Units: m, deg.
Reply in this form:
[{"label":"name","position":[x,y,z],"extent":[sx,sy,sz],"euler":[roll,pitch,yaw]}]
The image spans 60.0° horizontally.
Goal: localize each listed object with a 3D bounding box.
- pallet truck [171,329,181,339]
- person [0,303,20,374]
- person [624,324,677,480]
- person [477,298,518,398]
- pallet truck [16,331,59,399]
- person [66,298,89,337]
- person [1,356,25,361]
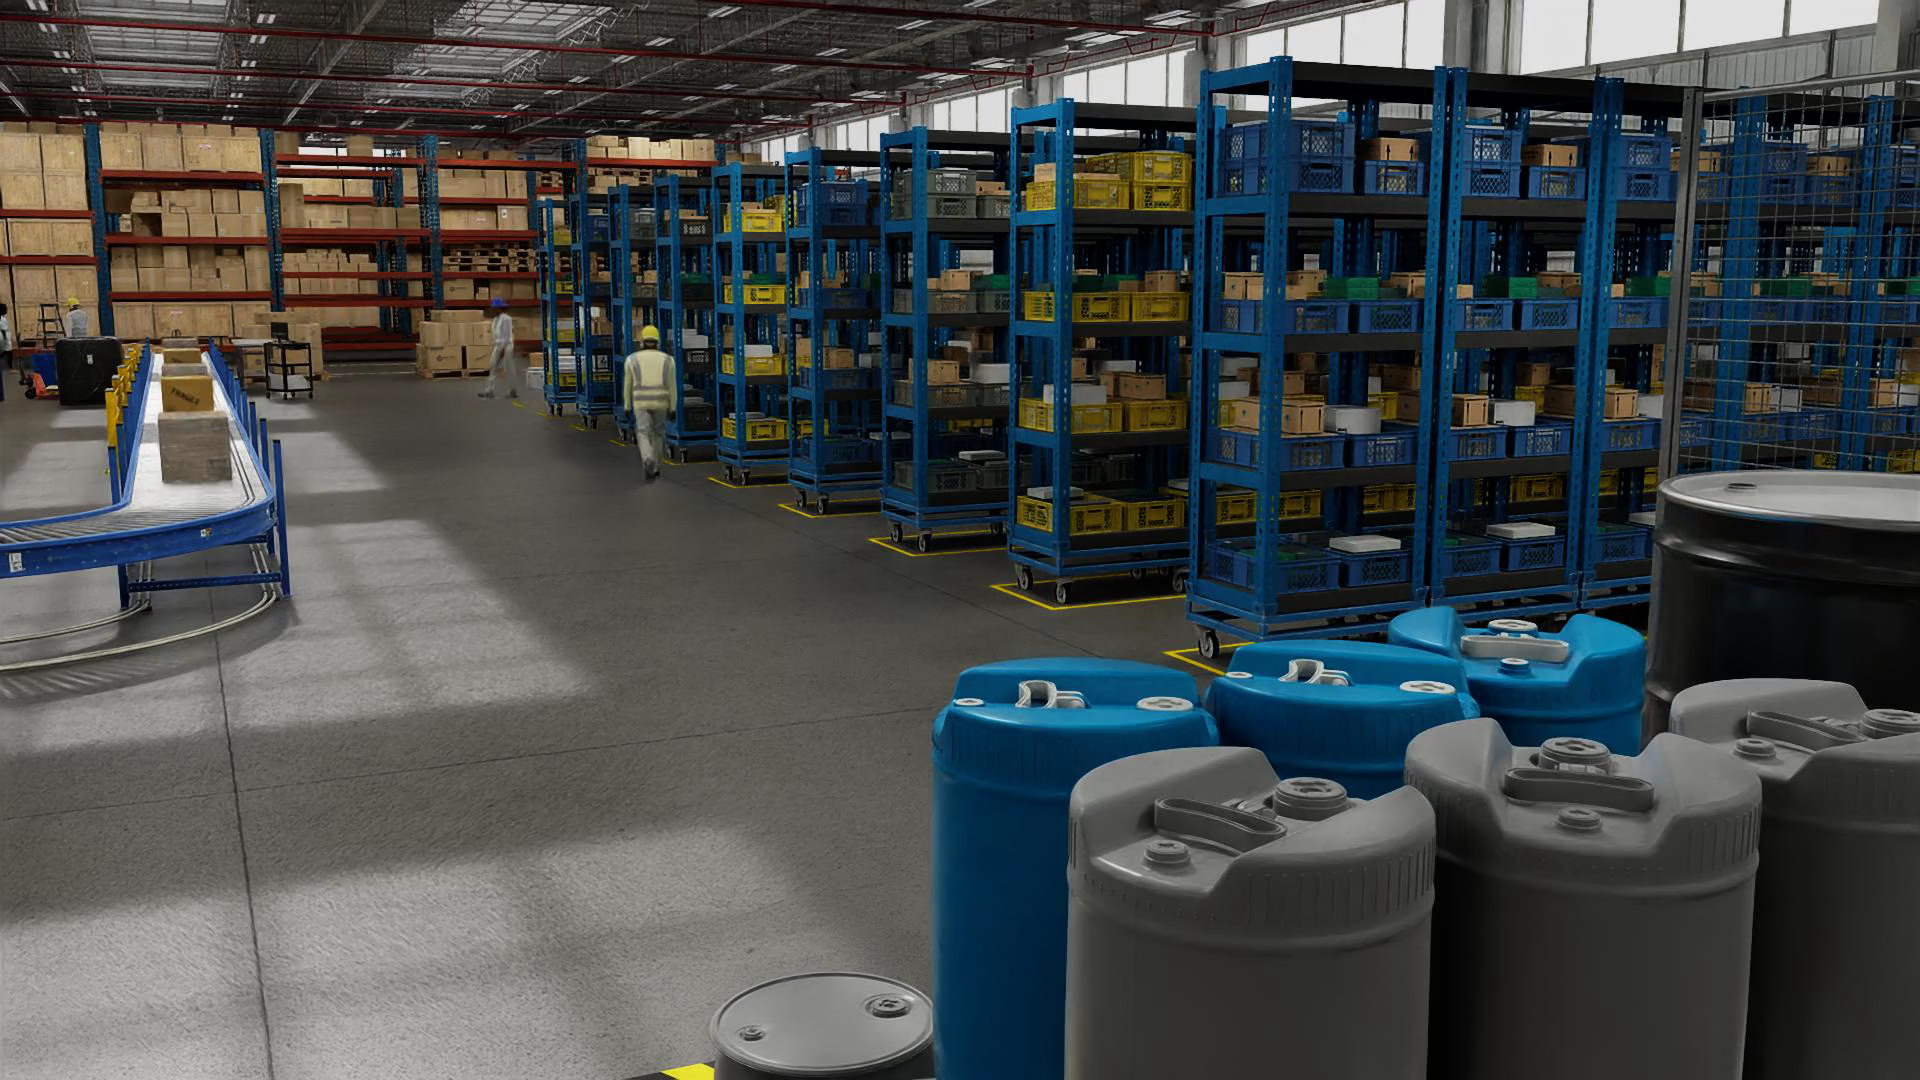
[{"label":"pallet truck","position":[-17.275,-3.851,35.096],"extent":[1.601,1.201,0.680],"euler":[0,9,1]},{"label":"person","position":[-22.588,-4.740,39.188],"extent":[0.641,1.680,0.538],"euler":[-7,12,-39]},{"label":"person","position":[-3.554,-1.573,19.159],"extent":[0.602,1.809,0.700],"euler":[-3,10,-17]},{"label":"person","position":[-8.796,-3.633,31.604],"extent":[0.624,1.909,0.875],"euler":[8,12,42]},{"label":"pallet truck","position":[-17.082,-3.353,31.781],"extent":[1.630,1.274,0.653],"euler":[-4,10,-25]},{"label":"person","position":[-20.242,-4.636,38.141],"extent":[0.404,1.823,0.591],"euler":[3,10,16]},{"label":"person","position":[-25.862,-5.694,45.149],"extent":[0.779,1.660,0.550],"euler":[-4,10,-24]}]
